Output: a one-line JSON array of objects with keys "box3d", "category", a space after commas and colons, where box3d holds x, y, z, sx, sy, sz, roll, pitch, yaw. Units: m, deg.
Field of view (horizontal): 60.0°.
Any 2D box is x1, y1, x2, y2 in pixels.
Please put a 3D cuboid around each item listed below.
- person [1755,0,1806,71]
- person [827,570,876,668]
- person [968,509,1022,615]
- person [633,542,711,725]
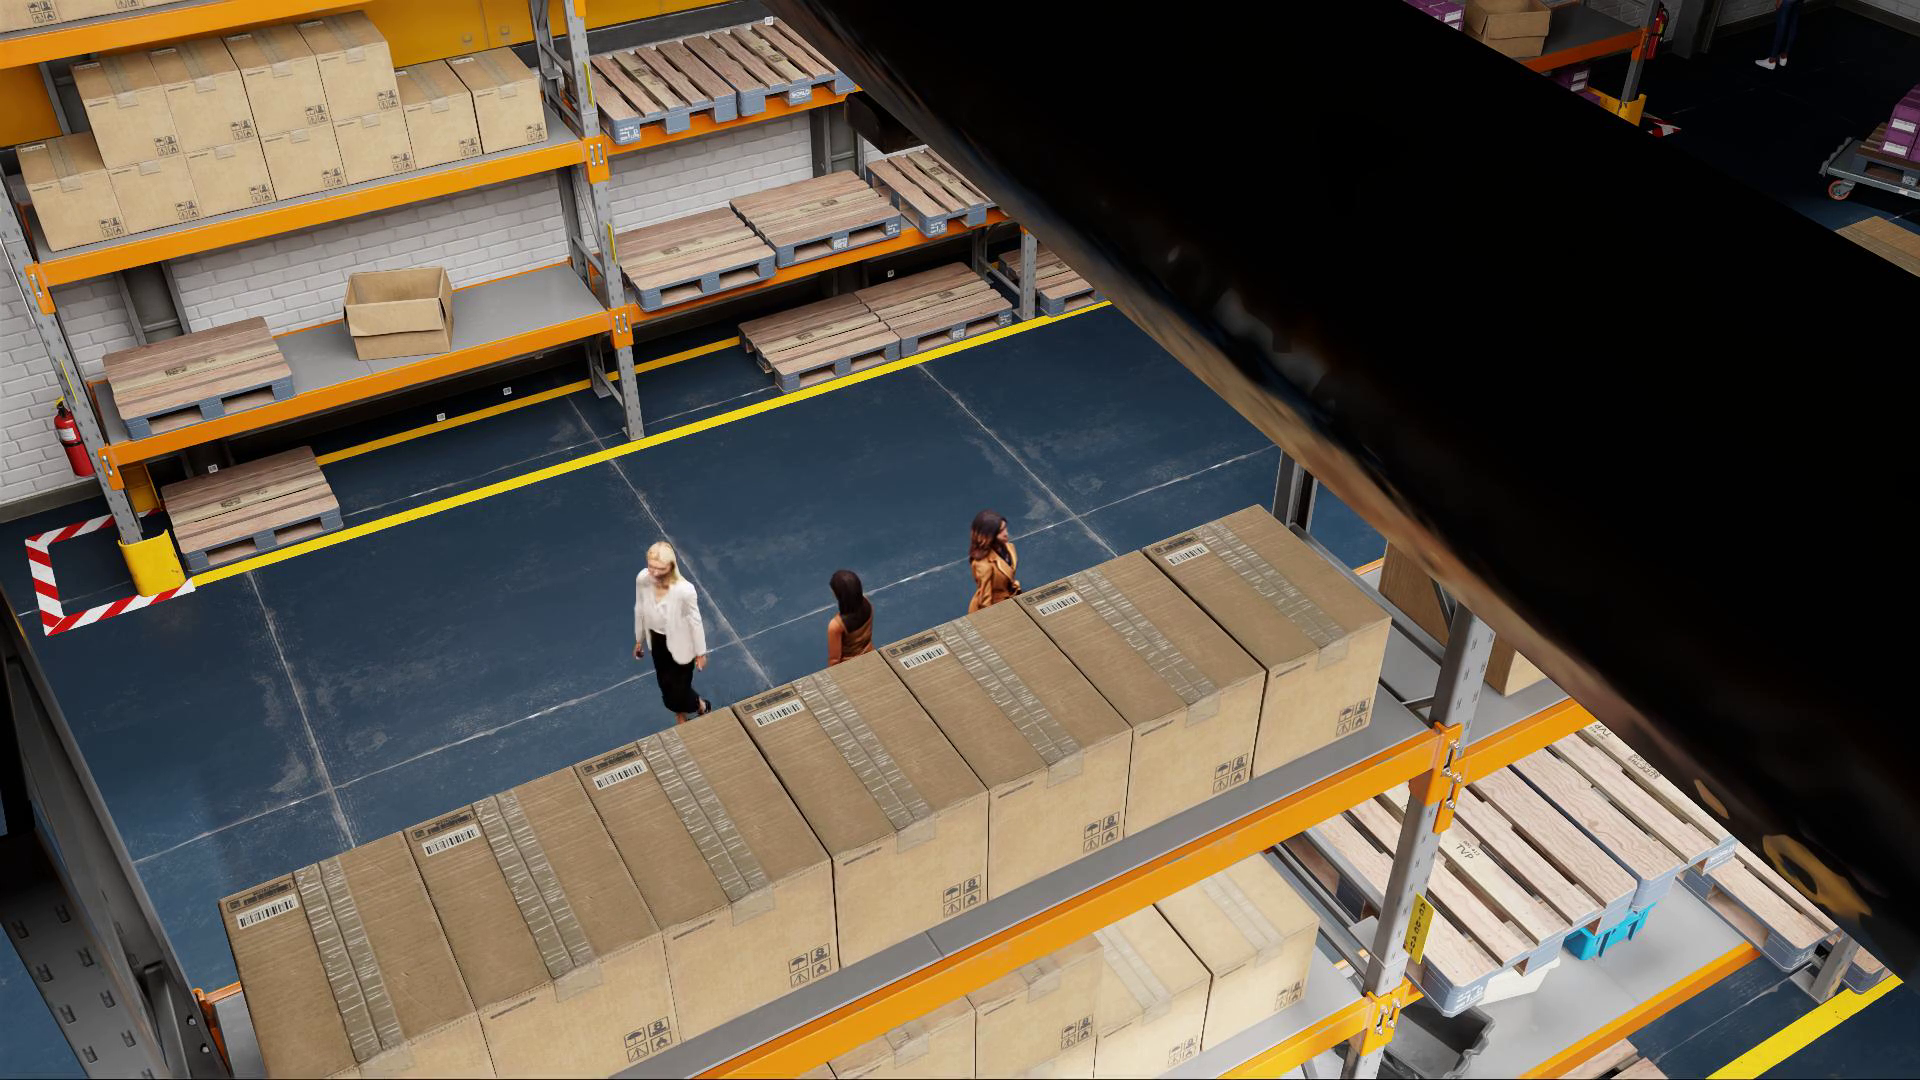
[{"box3d": [10.152, -6.611, 20.229, 0.460, 1.736, 0.671, -18, 42, -21], "category": "person"}, {"box3d": [-0.691, 0.869, 10.906, 0.703, 1.683, 0.597, 22, 44, 25], "category": "person"}, {"box3d": [0.221, 0.504, 11.333, 0.833, 1.720, 0.747, 14, 41, 17], "category": "person"}, {"box3d": [-1.838, 0.679, 11.011, 0.789, 1.848, 0.841, 24, 45, 27], "category": "person"}]
